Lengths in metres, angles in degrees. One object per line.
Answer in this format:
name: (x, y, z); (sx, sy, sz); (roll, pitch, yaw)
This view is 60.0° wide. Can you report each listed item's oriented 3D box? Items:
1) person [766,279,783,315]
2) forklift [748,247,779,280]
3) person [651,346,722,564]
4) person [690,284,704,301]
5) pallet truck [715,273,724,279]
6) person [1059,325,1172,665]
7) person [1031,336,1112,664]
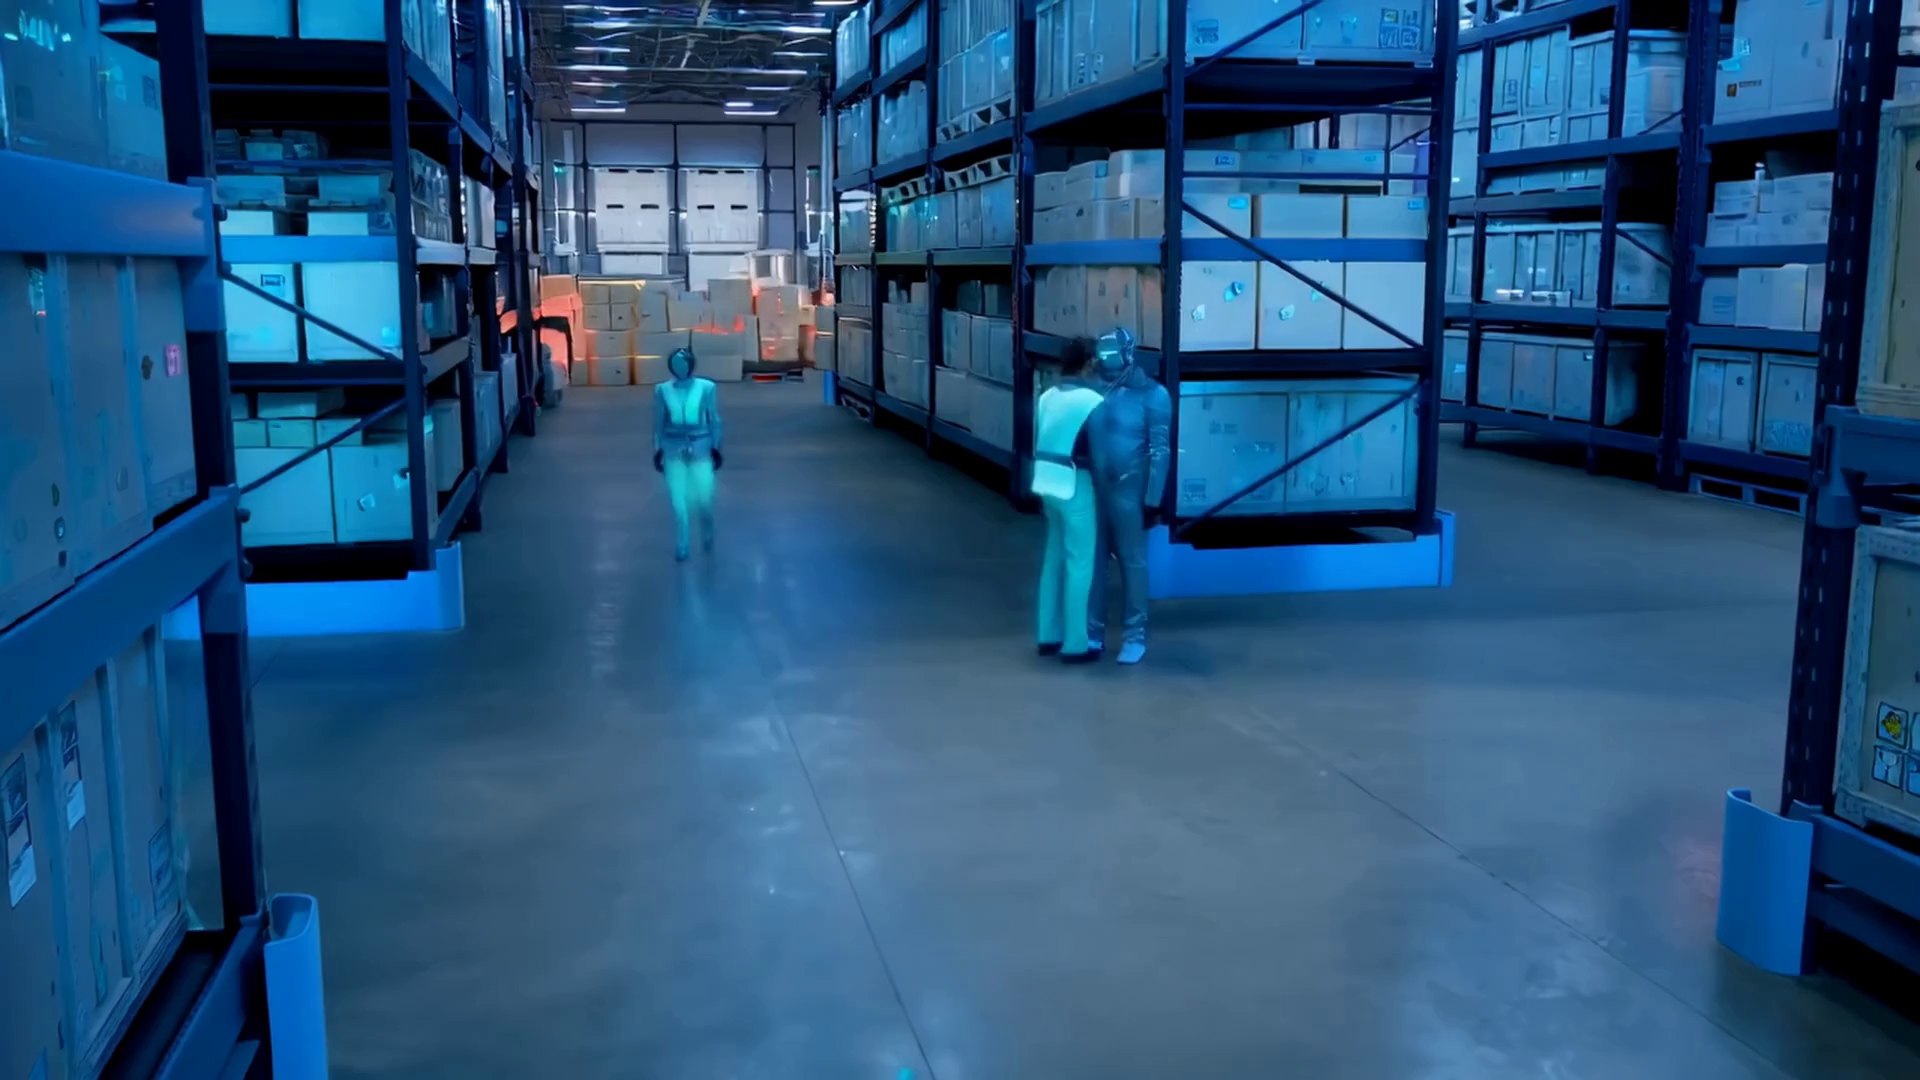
person: (-5.359, -6.452, 47.227); (1.009, 1.890, 0.626); (8, 12, 41)
forklift: (-6.003, -7.579, 51.020); (1.129, 2.768, 1.873); (-6, 11, -31)
person: (-2.063, -0.650, 12.571); (0.537, 1.625, 0.467); (0, 9, -3)
person: (-9.766, -8.696, 61.731); (0.534, 1.592, 0.864); (-1, 9, -7)
pallet truck: (-8.580, -8.986, 62.280); (1.885, 1.965, 0.823); (1, 9, 5)
person: (0.853, -0.256, 9.369); (0.638, 1.903, 0.408); (7, 12, 36)
person: (0.636, -0.218, 9.346); (0.417, 1.832, 0.594); (-6, 11, -32)
